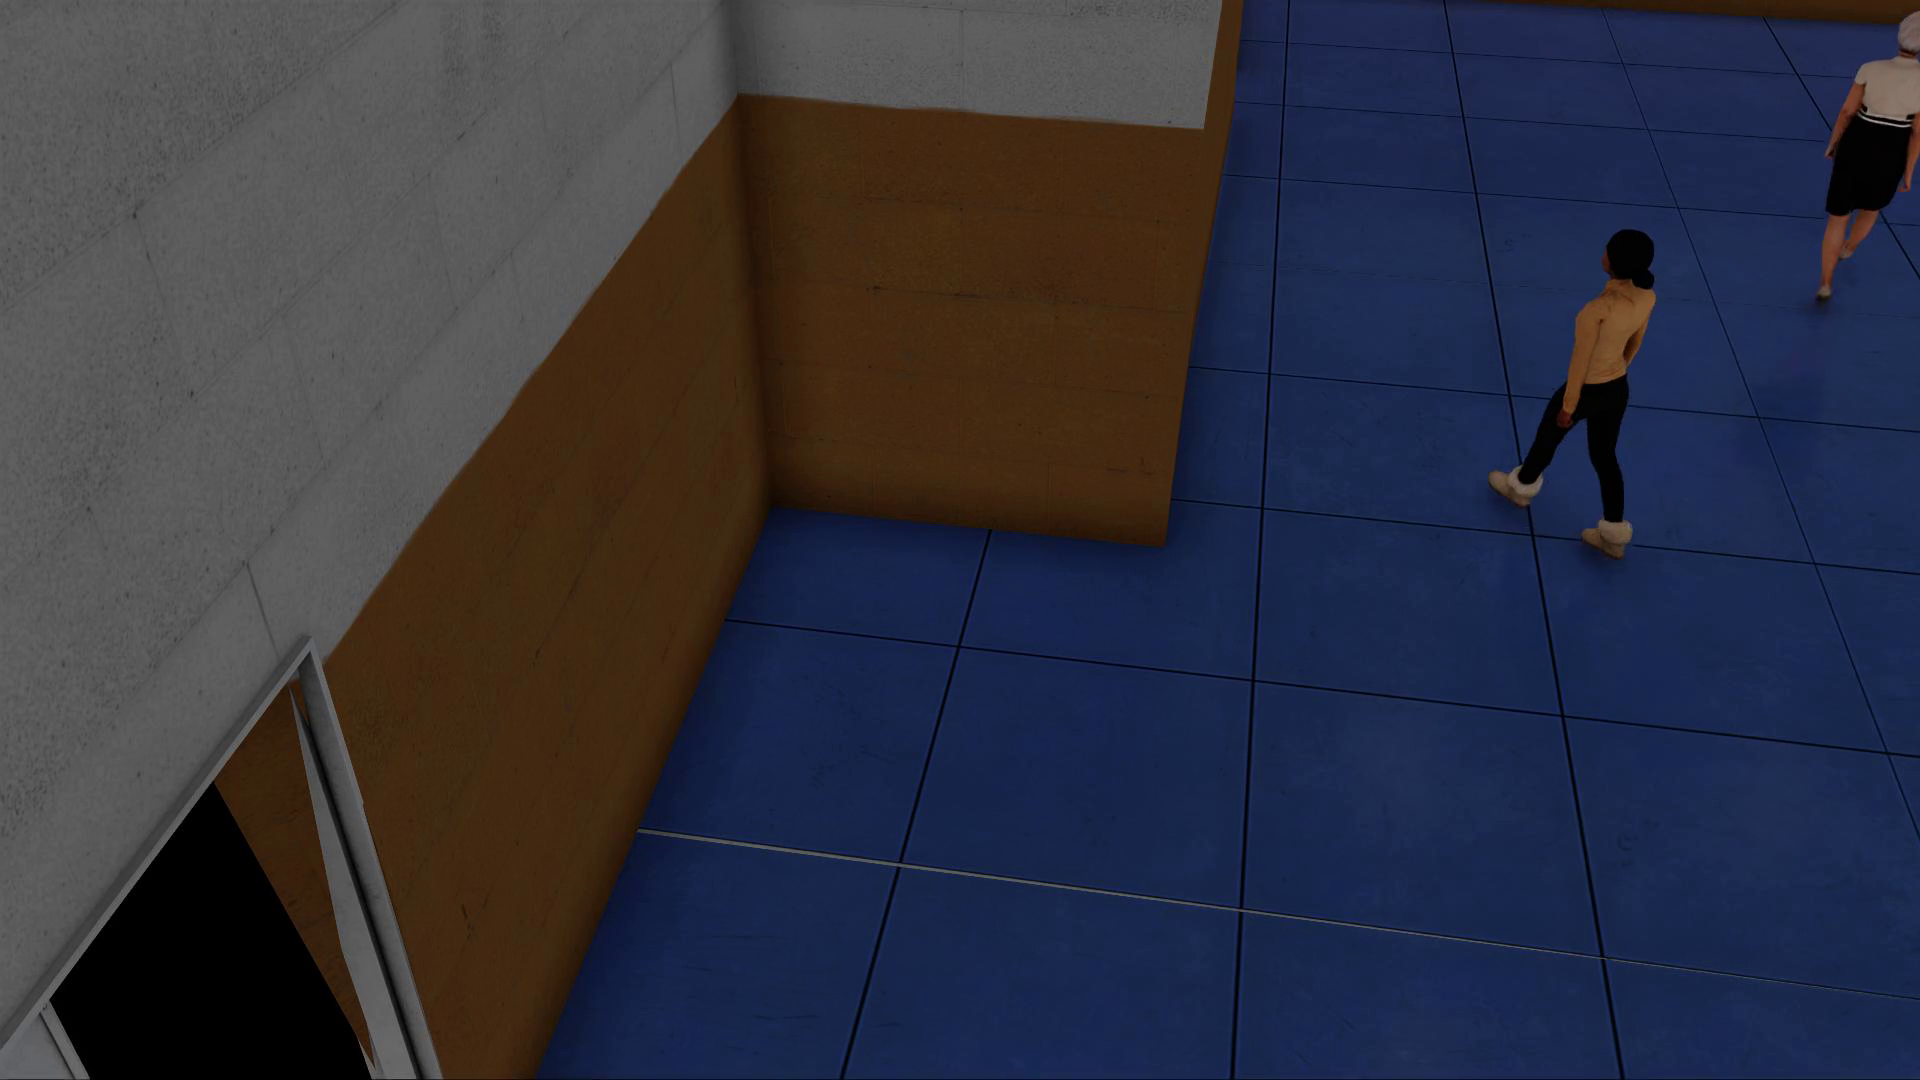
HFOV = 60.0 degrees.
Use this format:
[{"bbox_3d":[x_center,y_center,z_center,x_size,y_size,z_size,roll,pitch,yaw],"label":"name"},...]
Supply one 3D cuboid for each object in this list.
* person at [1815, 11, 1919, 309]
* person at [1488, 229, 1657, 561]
[{"bbox_3d":[5.287,-2.157,9.698,1.094,1.714,0.949,19,41,23],"label":"person"},{"bbox_3d":[3.021,-0.645,7.763,1.099,1.617,1.012,-12,39,-16],"label":"person"}]
